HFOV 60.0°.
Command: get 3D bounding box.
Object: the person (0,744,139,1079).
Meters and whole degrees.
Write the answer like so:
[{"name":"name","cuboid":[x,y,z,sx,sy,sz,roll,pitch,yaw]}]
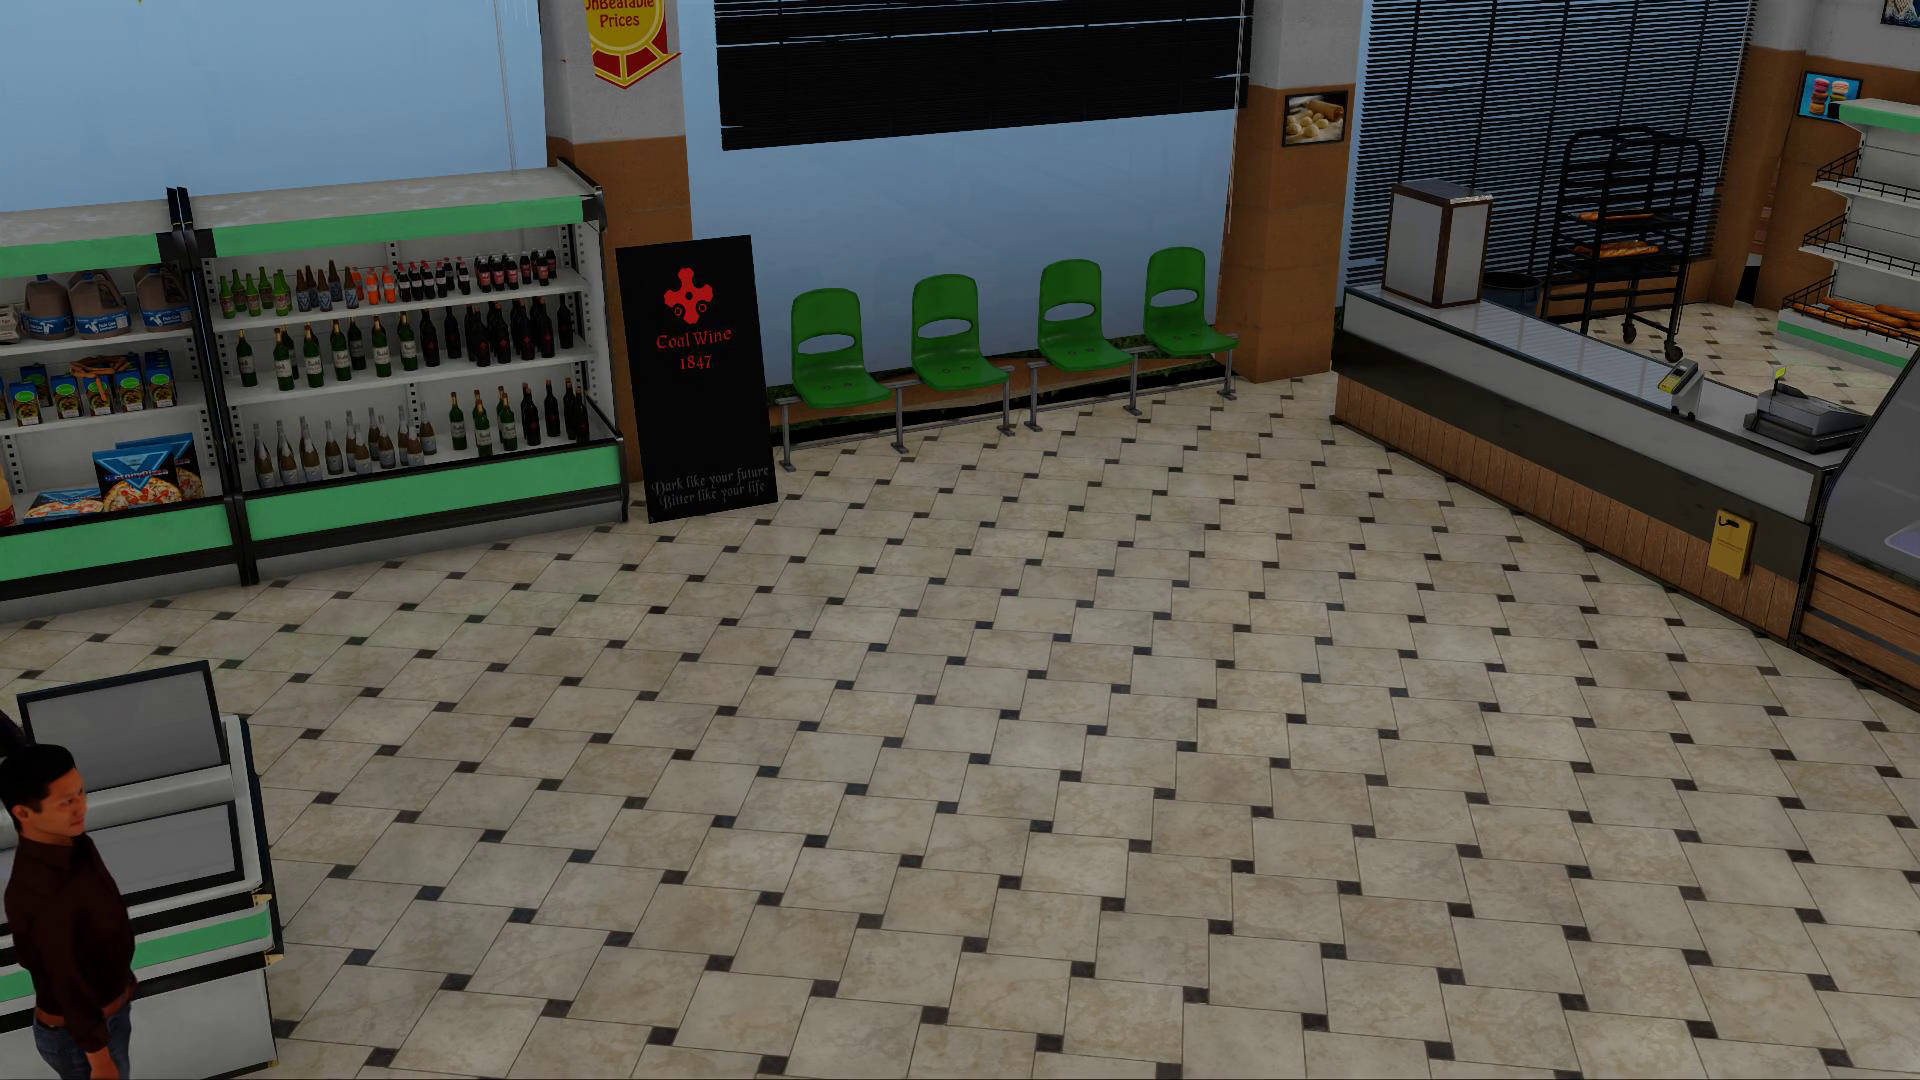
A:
[{"name":"person","cuboid":[-2.501,1.377,4.759,0.498,1.777,0.641,-10,26,-22]}]
